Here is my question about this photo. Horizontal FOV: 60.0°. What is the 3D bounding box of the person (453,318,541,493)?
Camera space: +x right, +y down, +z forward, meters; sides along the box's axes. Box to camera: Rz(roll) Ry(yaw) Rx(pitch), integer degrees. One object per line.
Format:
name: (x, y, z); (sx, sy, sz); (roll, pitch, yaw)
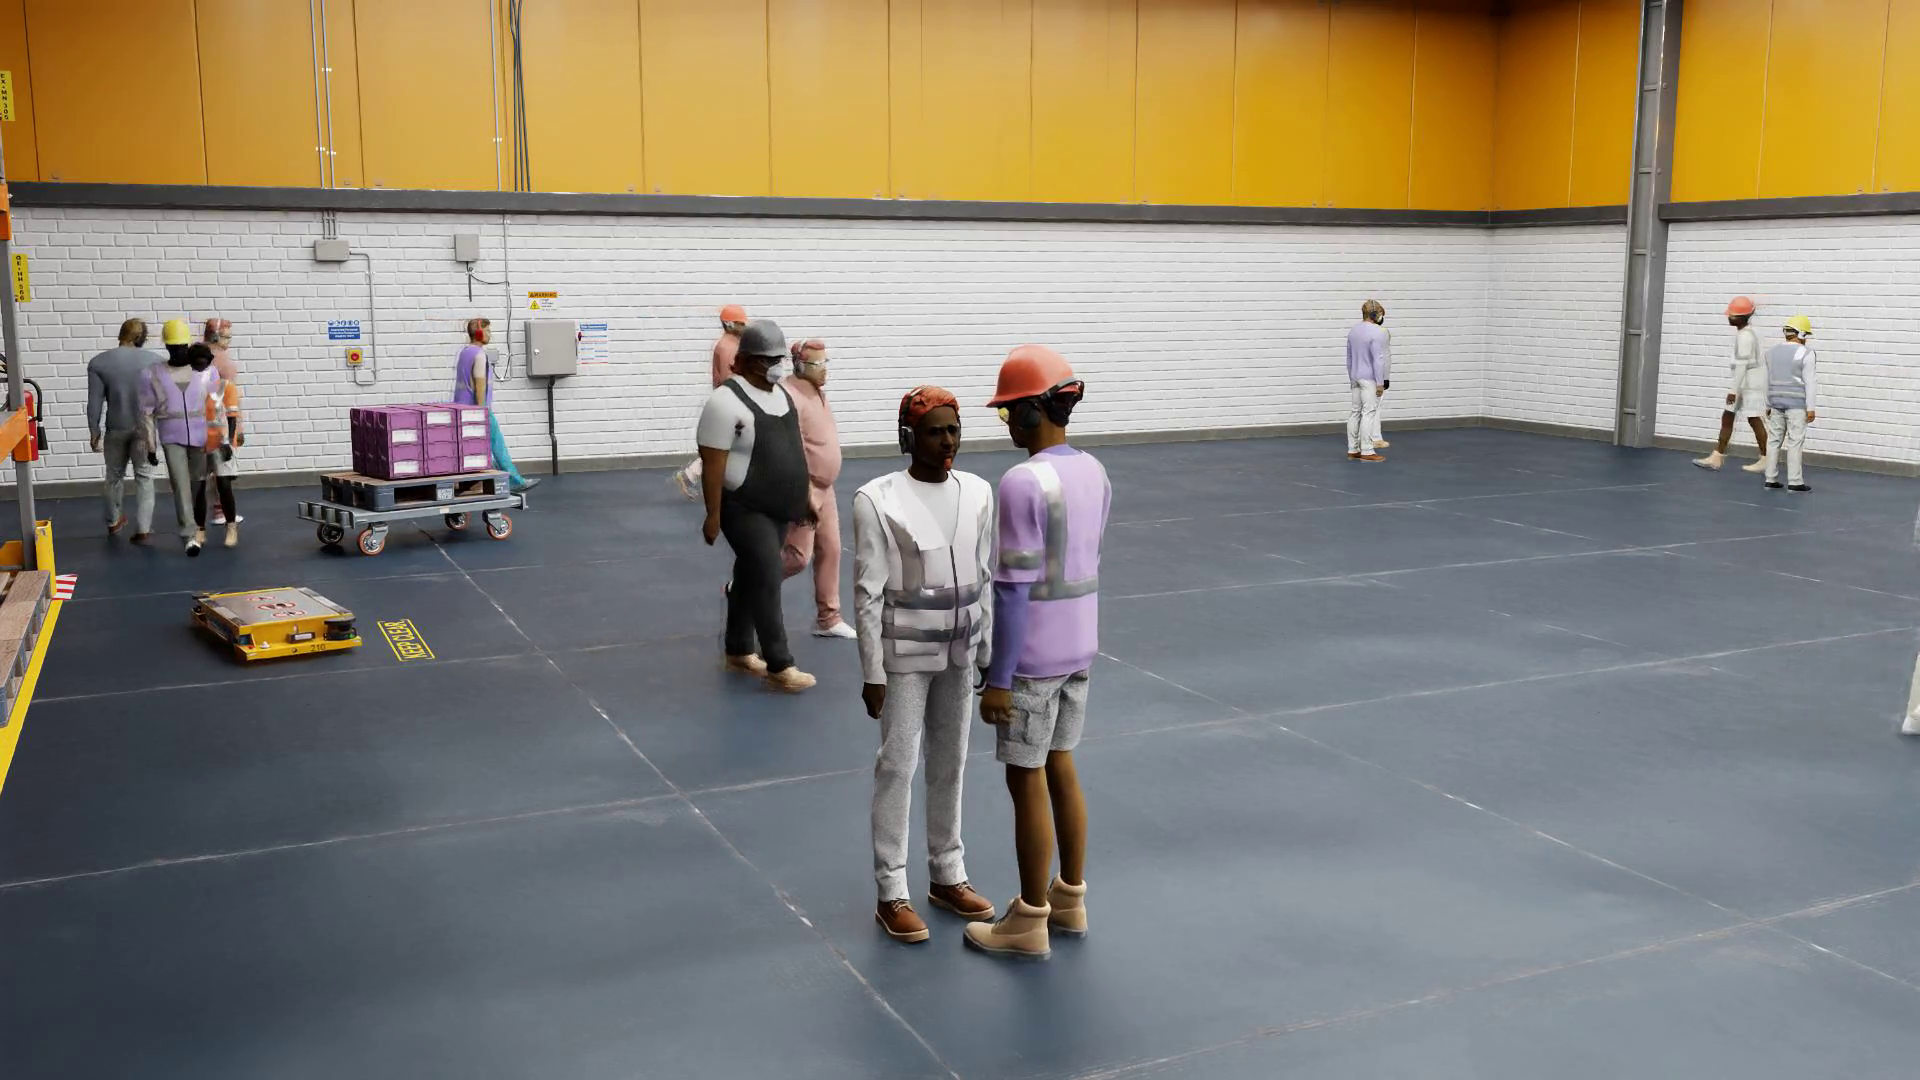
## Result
person: (-4.720, -1.307, 16.623); (0.935, 1.796, 0.593); (-6, 11, -35)

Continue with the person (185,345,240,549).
person: (-6.131, -0.754, 13.561); (0.538, 1.682, 0.355); (-1, 9, -6)

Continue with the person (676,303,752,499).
person: (-2.328, -1.338, 16.334); (0.852, 1.970, 0.628); (0, 9, -2)

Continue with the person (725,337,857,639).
person: (-1.015, -0.305, 10.199); (0.771, 1.878, 0.637); (3, 10, 16)

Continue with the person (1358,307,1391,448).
person: (5.334, -2.117, 21.533); (0.429, 1.843, 0.626); (-6, 11, -32)

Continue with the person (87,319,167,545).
person: (-6.964, -0.914, 13.994); (0.646, 1.868, 0.893); (-4, 10, -23)

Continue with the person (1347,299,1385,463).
person: (4.851, -1.893, 19.844); (0.354, 1.938, 0.636); (-3, 10, -20)

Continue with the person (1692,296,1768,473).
person: (8.764, -1.740, 18.727); (0.921, 1.987, 0.637); (3, 10, 17)

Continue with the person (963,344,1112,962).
person: (0.257, 0.374, 5.517); (0.397, 2.032, 0.605); (5, 11, 29)

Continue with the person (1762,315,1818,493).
person: (8.544, -1.392, 17.097); (0.403, 1.822, 0.589); (-5, 10, -26)

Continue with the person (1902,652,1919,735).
person: (4.807, 0.069, 7.965); (0.444, 1.854, 0.528); (3, 10, 16)

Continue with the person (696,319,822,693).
person: (-1.014, -0.208, 9.073); (0.880, 2.000, 0.698); (4, 10, 26)

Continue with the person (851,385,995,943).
person: (-0.105, 0.413, 5.709); (0.575, 1.883, 0.355); (-7, 12, -39)

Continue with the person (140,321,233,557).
person: (-6.207, -0.815, 13.359); (0.607, 1.871, 1.013); (-6, 11, -34)

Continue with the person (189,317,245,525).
person: (-6.623, -1.035, 14.741); (0.714, 1.869, 0.503); (3, 10, 20)

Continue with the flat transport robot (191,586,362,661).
flat transport robot: (-4.231, 0.488, 10.234); (0.652, 0.197, 1.431); (-7, 11, -36)
